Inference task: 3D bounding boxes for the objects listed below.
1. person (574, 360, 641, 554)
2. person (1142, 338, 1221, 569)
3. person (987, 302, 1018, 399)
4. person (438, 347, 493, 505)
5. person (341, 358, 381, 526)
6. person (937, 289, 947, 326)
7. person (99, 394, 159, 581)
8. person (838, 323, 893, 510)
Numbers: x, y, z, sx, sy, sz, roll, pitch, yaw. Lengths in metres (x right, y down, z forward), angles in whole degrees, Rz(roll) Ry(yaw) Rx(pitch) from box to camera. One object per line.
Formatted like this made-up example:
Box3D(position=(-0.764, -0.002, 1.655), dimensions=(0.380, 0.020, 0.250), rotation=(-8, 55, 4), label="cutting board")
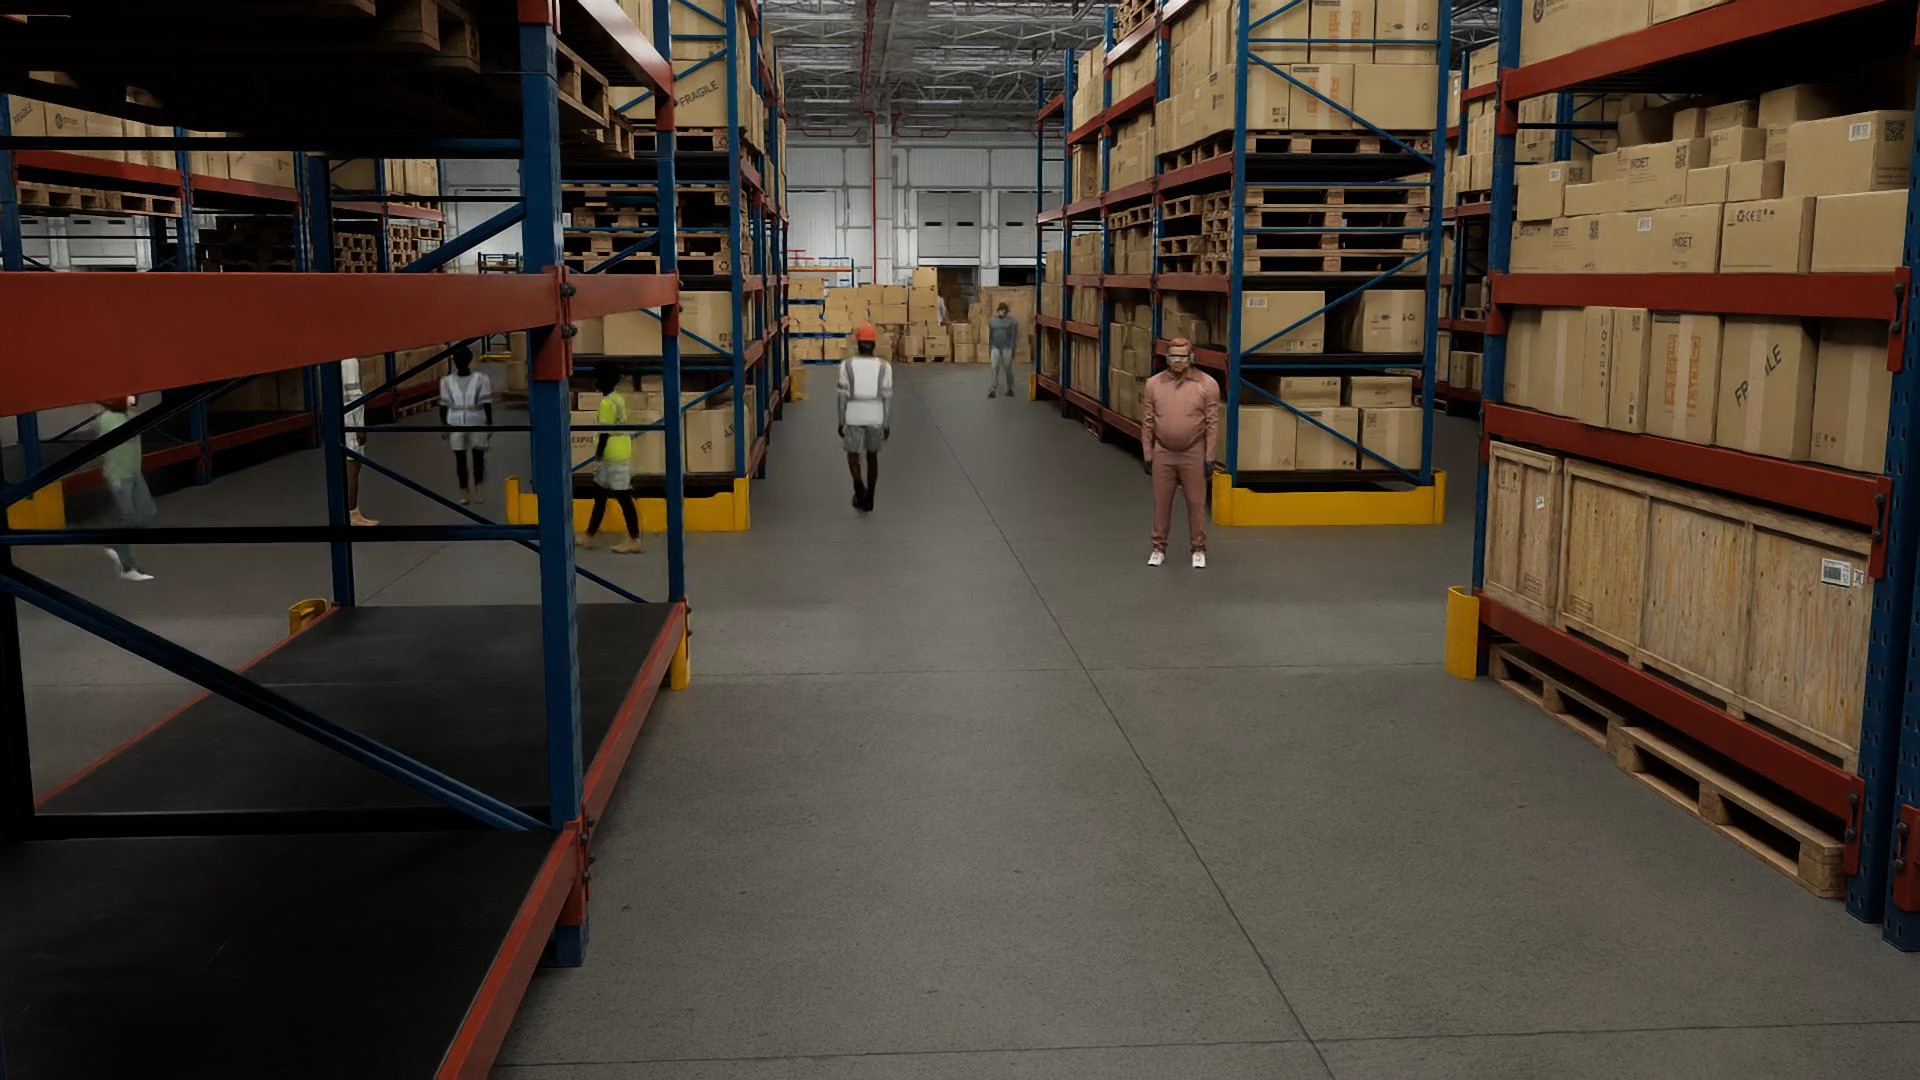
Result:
Box3D(position=(-3.113, -0.701, 14.295), dimensions=(0.769, 1.663, 0.553), rotation=(-1, 9, -4), label="person")
Box3D(position=(1.806, -0.707, 13.663), dimensions=(0.641, 1.898, 0.399), rotation=(3, 10, 19), label="person")
Box3D(position=(0.849, -3.737, 32.742), dimensions=(0.632, 1.886, 1.037), rotation=(4, 10, 21), label="person")
Box3D(position=(-5.144, -1.179, 17.286), dimensions=(0.548, 1.677, 0.504), rotation=(-1, 9, -8), label="person")
Box3D(position=(-5.762, -1.112, 15.740), dimensions=(0.390, 2.039, 0.614), rotation=(-8, 12, -42), label="person")
Box3D(position=(-0.823, -7.954, 59.199), dimensions=(0.635, 1.915, 0.803), rotation=(9, 12, 43), label="person")
Box3D(position=(-6.542, -0.474, 13.044), dimensions=(0.384, 1.619, 0.507), rotation=(1, 9, 5), label="person")
Box3D(position=(-0.958, -1.235, 16.871), dimensions=(0.559, 1.927, 0.524), rotation=(-1, 9, -8), label="person")
